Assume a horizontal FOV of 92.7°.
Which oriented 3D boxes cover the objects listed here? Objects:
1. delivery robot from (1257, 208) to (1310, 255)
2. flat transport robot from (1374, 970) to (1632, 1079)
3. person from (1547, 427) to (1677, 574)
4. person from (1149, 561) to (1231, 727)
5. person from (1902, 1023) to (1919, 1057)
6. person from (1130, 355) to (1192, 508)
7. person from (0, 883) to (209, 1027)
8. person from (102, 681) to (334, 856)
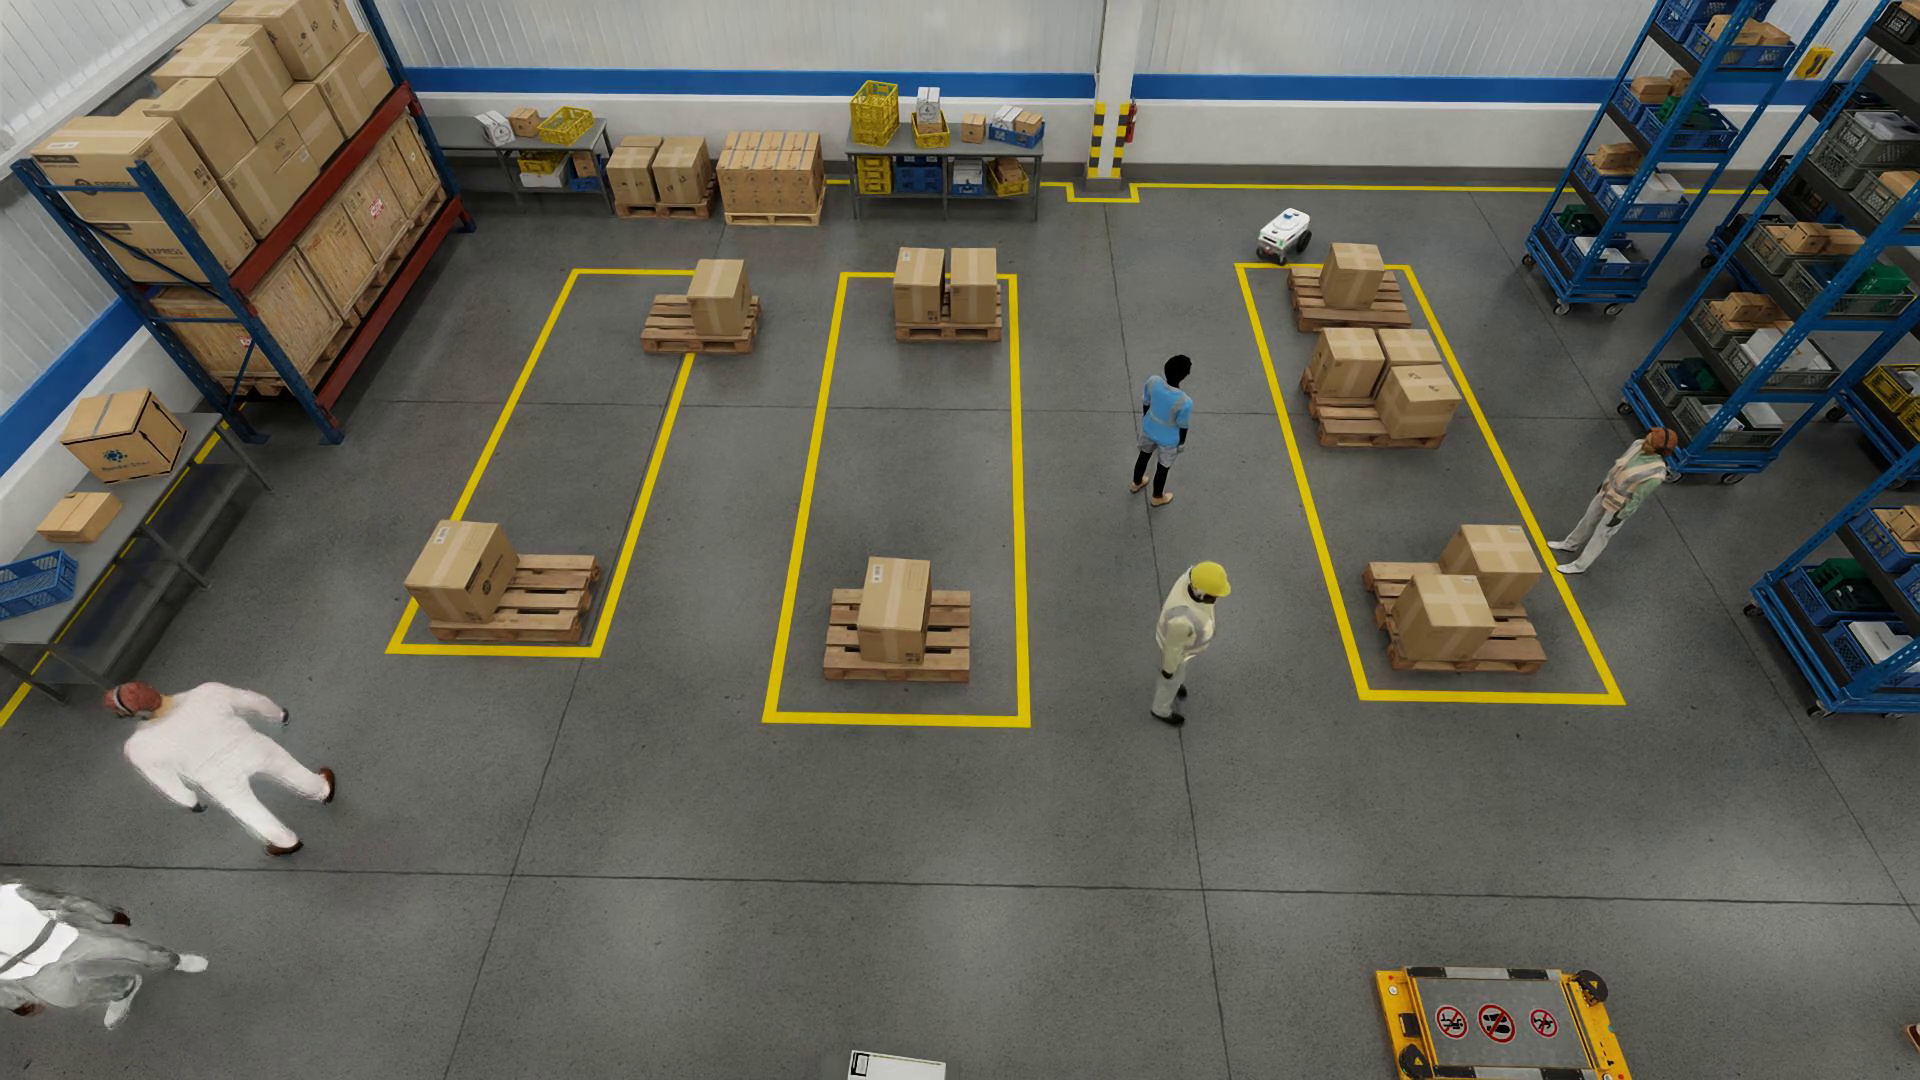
[{"bbox_3d":[4.012,-3.839,11.357,0.477,0.478,0.707,35,59,25],"label":"delivery robot"},{"bbox_3d":[3.501,3.133,5.914,1.431,0.197,0.652,1,51,1],"label":"flat transport robot"},{"bbox_3d":[5.624,-0.338,7.872,0.310,1.631,0.509,6,51,5],"label":"person"},{"bbox_3d":[1.670,0.751,6.867,0.421,1.822,0.602,17,53,13],"label":"person"},{"bbox_3d":[6.384,2.620,5.226,0.622,1.996,0.370,-19,53,-15],"label":"person"},{"bbox_3d":[1.851,-0.988,8.358,0.321,1.697,0.530,-33,58,-24],"label":"person"},{"bbox_3d":[-5.405,2.435,5.456,0.392,1.883,0.667,32,58,23],"label":"person"},{"bbox_3d":[-4.903,1.478,6.235,0.514,1.892,0.801,31,57,23],"label":"person"}]
